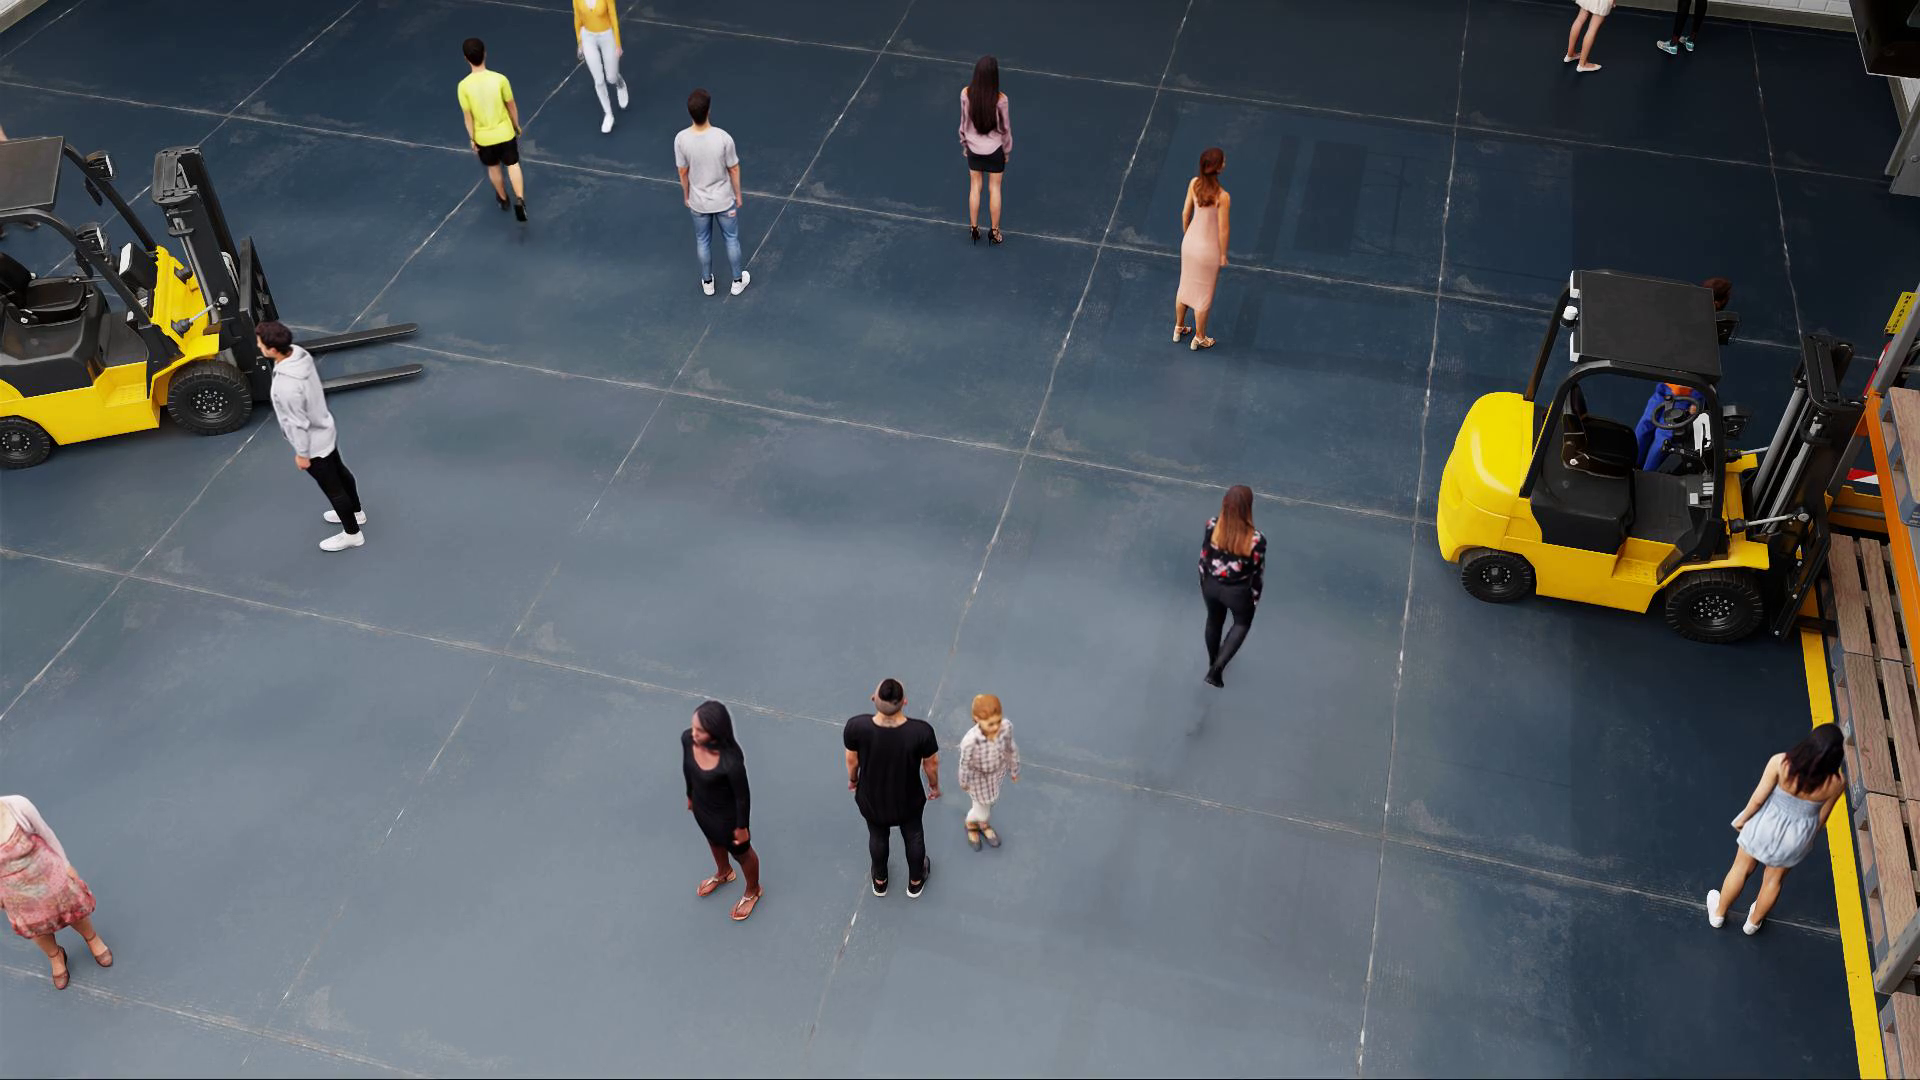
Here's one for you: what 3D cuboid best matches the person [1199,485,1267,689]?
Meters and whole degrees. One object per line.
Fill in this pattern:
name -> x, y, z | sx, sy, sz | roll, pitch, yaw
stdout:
person -> 1.711, 0.344, 10.713 | 0.692, 1.674, 0.821 | 22, 48, 21

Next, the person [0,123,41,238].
person -> -8.693, -3.558, 14.685 | 0.740, 1.844, 0.806 | -26, 49, -24

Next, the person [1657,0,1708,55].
person -> 7.668, -5.914, 17.182 | 0.682, 1.811, 0.684 | -11, 45, -12

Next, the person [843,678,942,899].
person -> -0.388, 1.391, 9.476 | 0.733, 1.865, 0.652 | 2, 44, 3

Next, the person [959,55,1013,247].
person -> 0.227, -3.383, 14.525 | 0.622, 1.812, 0.533 | 13, 45, 13

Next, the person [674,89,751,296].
person -> -2.089, -2.904, 13.966 | 0.727, 1.890, 0.657 | 1, 44, 1

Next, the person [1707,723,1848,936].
person -> 4.591, 1.624, 9.329 | 0.617, 1.729, 0.569 | 17, 46, 17

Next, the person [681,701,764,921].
person -> -1.358, 1.524, 9.441 | 0.676, 1.721, 0.636 | 28, 50, 27

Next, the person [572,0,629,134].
person -> -3.471, -4.853, 16.121 | 0.664, 1.739, 0.881 | 4, 44, 4

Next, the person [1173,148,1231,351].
person -> 1.950, -2.350, 13.427 | 0.680, 1.831, 0.672 | -33, 53, -30

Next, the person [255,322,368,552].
person -> -4.532, -0.744, 11.670 | 0.823, 1.929, 0.674 | -7, 44, -7

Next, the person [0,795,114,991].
person -> -5.122, 1.836, 9.134 | 0.677, 1.692, 0.746 | -25, 49, -24

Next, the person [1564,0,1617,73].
person -> 6.540, -5.651, 16.980 | 0.707, 1.710, 0.620 | -14, 45, -14

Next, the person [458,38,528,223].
person -> -4.152, -3.612, 14.855 | 0.937, 1.689, 1.060 | -13, 45, -13

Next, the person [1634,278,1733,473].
person -> 5.246, -1.129, 12.122 | 0.833, 1.863, 0.690 | -5, 44, -5

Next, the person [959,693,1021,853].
person -> 0.125, 1.334, 9.944 | 0.614, 1.302, 0.680 | -23, 48, -22
